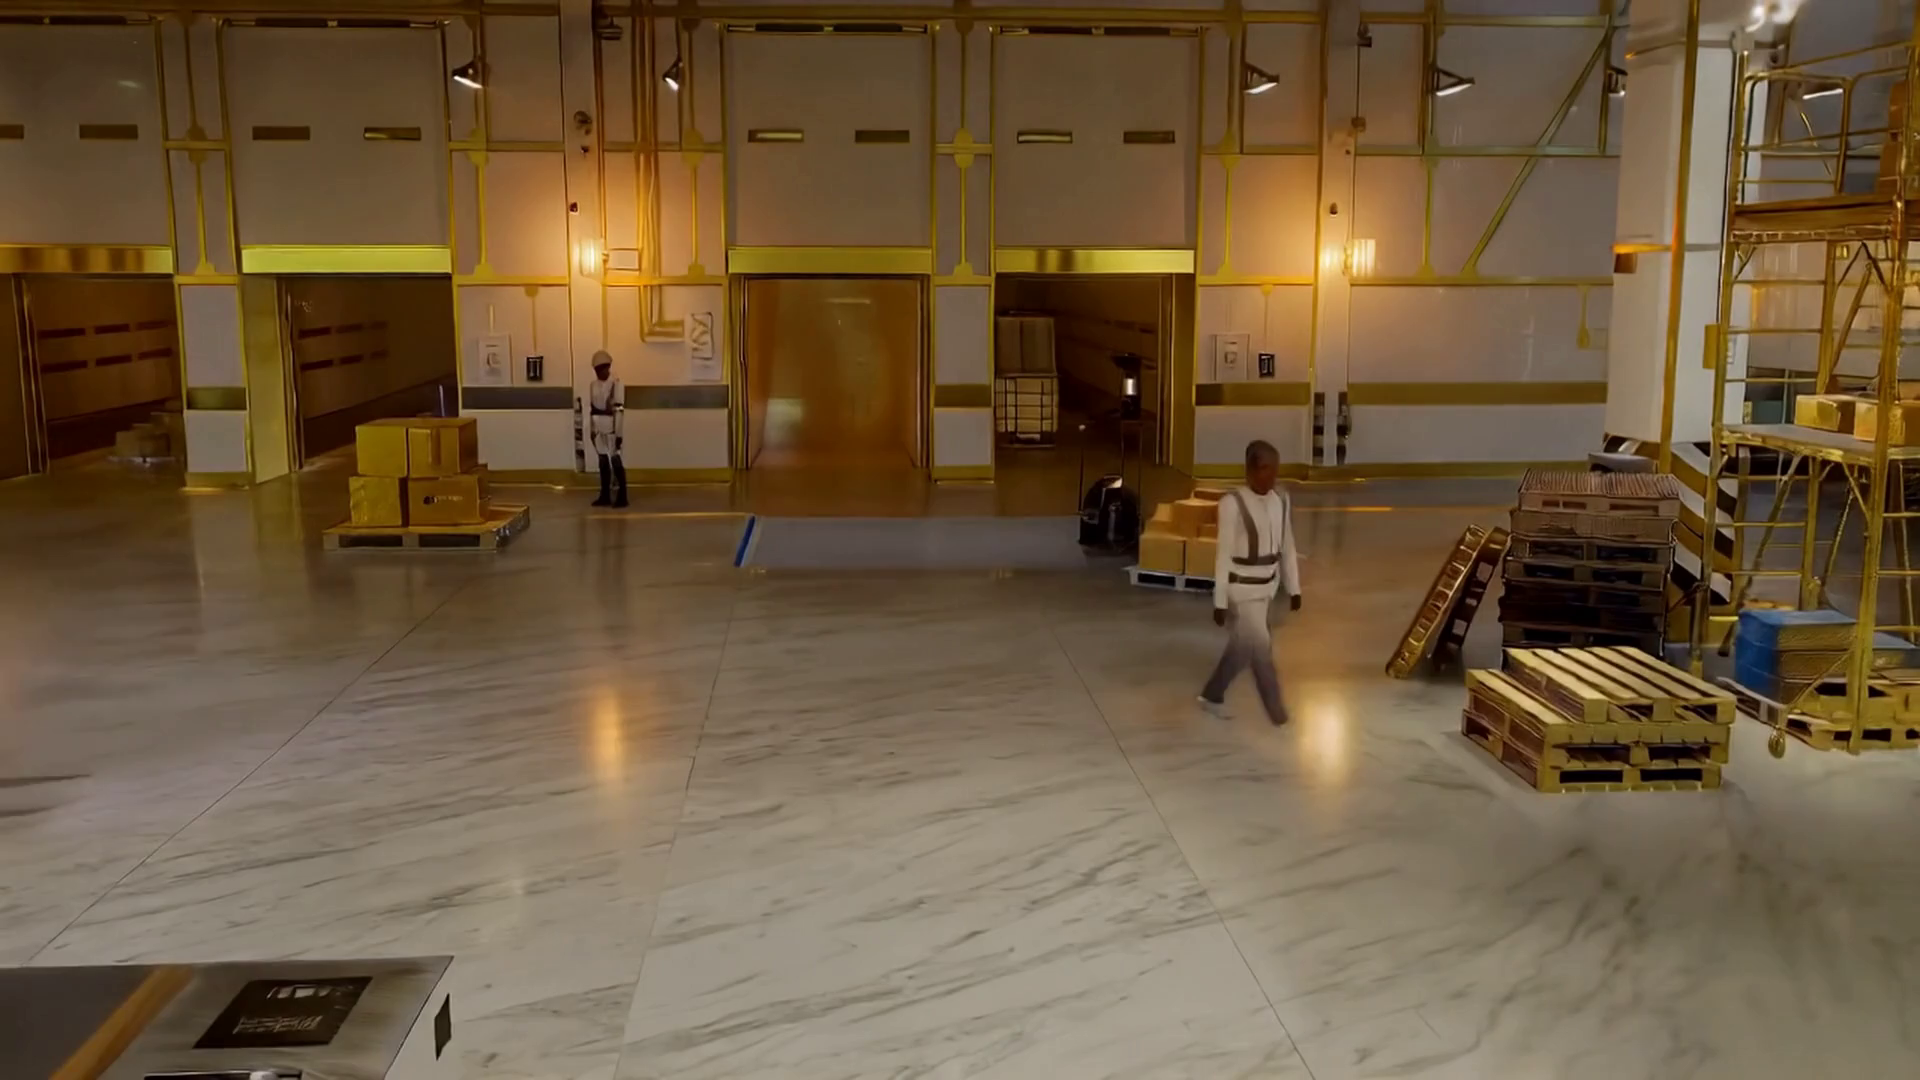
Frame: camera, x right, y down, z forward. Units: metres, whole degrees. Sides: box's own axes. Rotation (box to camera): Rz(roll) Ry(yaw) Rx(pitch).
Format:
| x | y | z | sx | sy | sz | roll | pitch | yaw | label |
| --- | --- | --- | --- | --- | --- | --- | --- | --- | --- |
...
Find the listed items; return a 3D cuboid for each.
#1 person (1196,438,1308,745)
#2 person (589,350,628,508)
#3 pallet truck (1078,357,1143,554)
| x | y | z | sx | sy | sz | roll | pitch | yaw | label |
| --- | --- | --- | --- | --- | --- | --- | --- | --- | --- |
| 1.795 | 0.292 | 10.165 | 0.629 | 1.876 | 0.746 | -9 | 13 | -44 | person |
| -4.303 | -1.344 | 20.184 | 0.544 | 1.928 | 0.393 | 7 | 11 | 37 | person |
| 2.088 | -0.836 | 16.757 | 1.885 | 1.965 | 0.823 | 2 | 9 | 13 | pallet truck |
